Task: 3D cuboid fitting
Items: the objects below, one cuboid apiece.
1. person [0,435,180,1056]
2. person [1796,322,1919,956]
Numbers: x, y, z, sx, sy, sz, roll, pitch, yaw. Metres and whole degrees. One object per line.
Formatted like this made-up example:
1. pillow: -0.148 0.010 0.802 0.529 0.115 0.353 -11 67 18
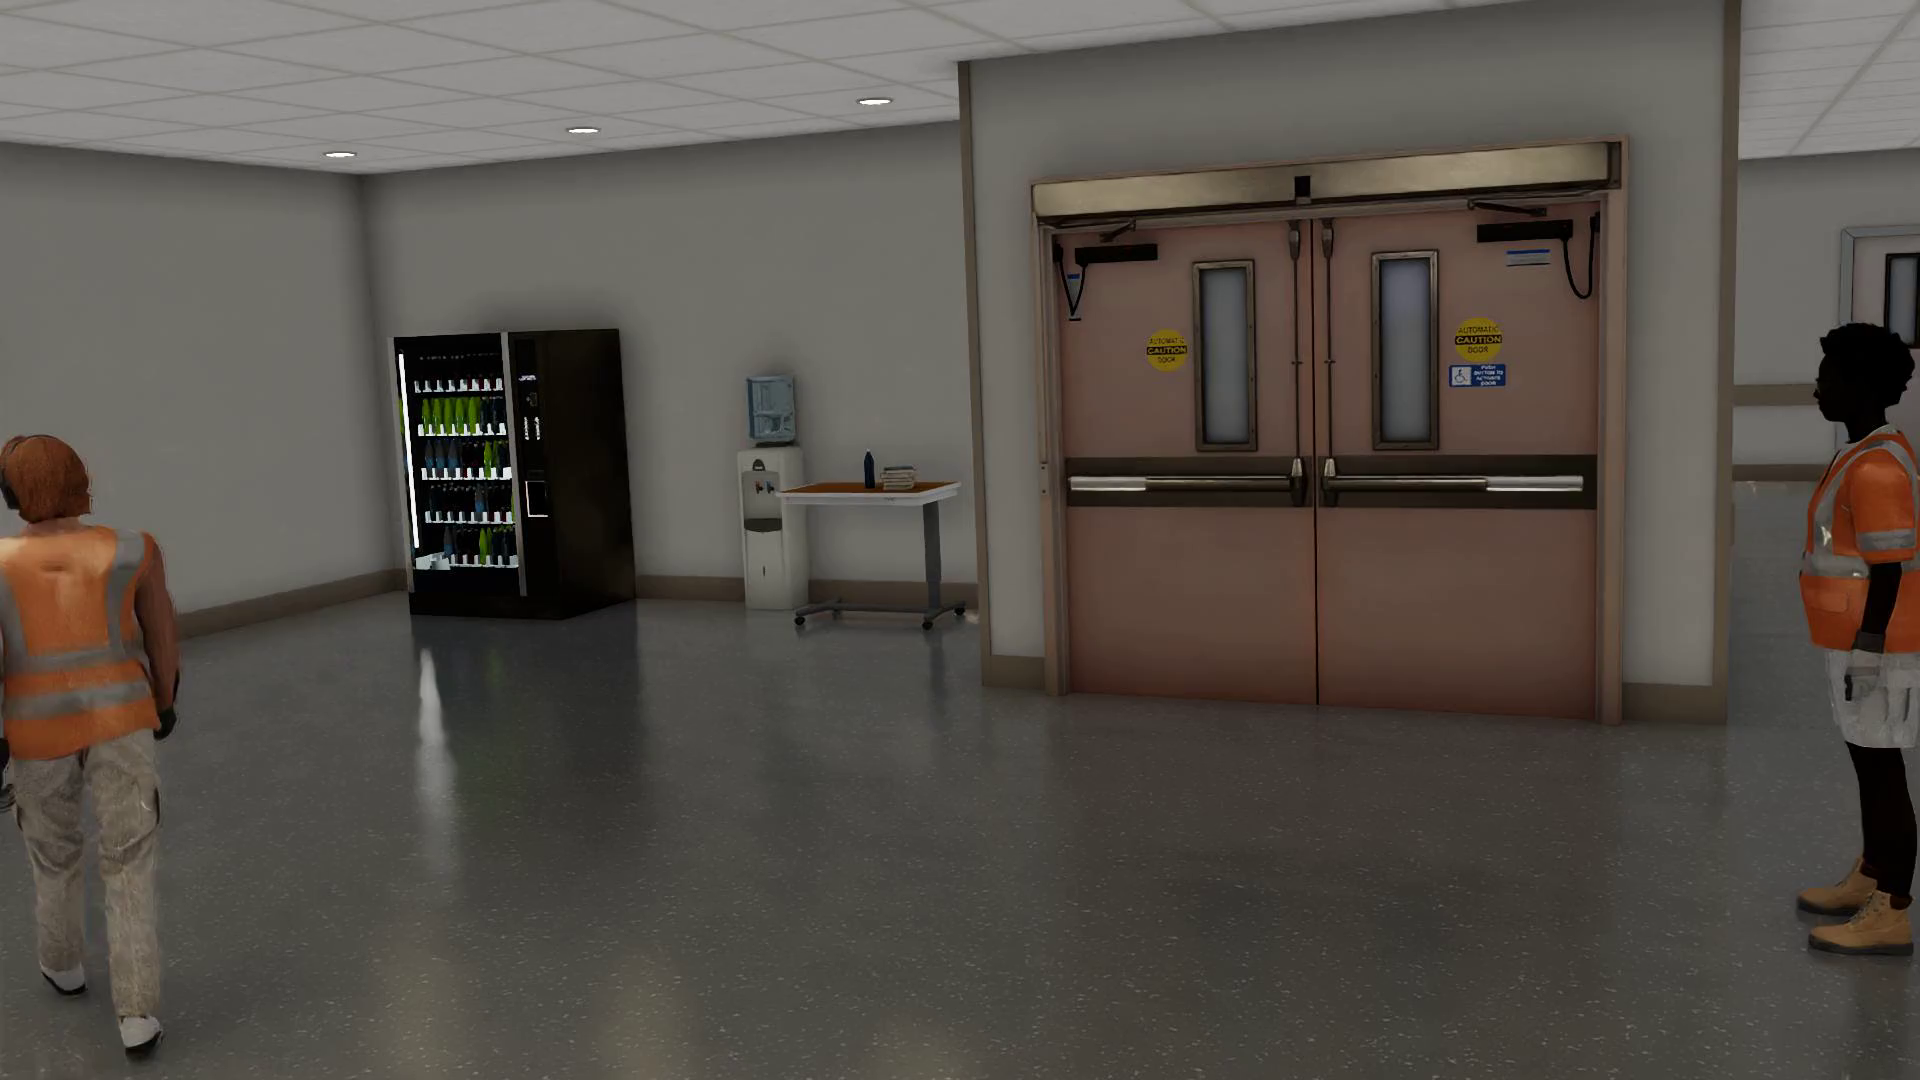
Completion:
1. person: -2.344 0.518 4.436 0.507 1.597 0.819 -6 8 -25
2. person: 2.444 0.265 4.497 0.320 1.695 0.537 1 8 25
